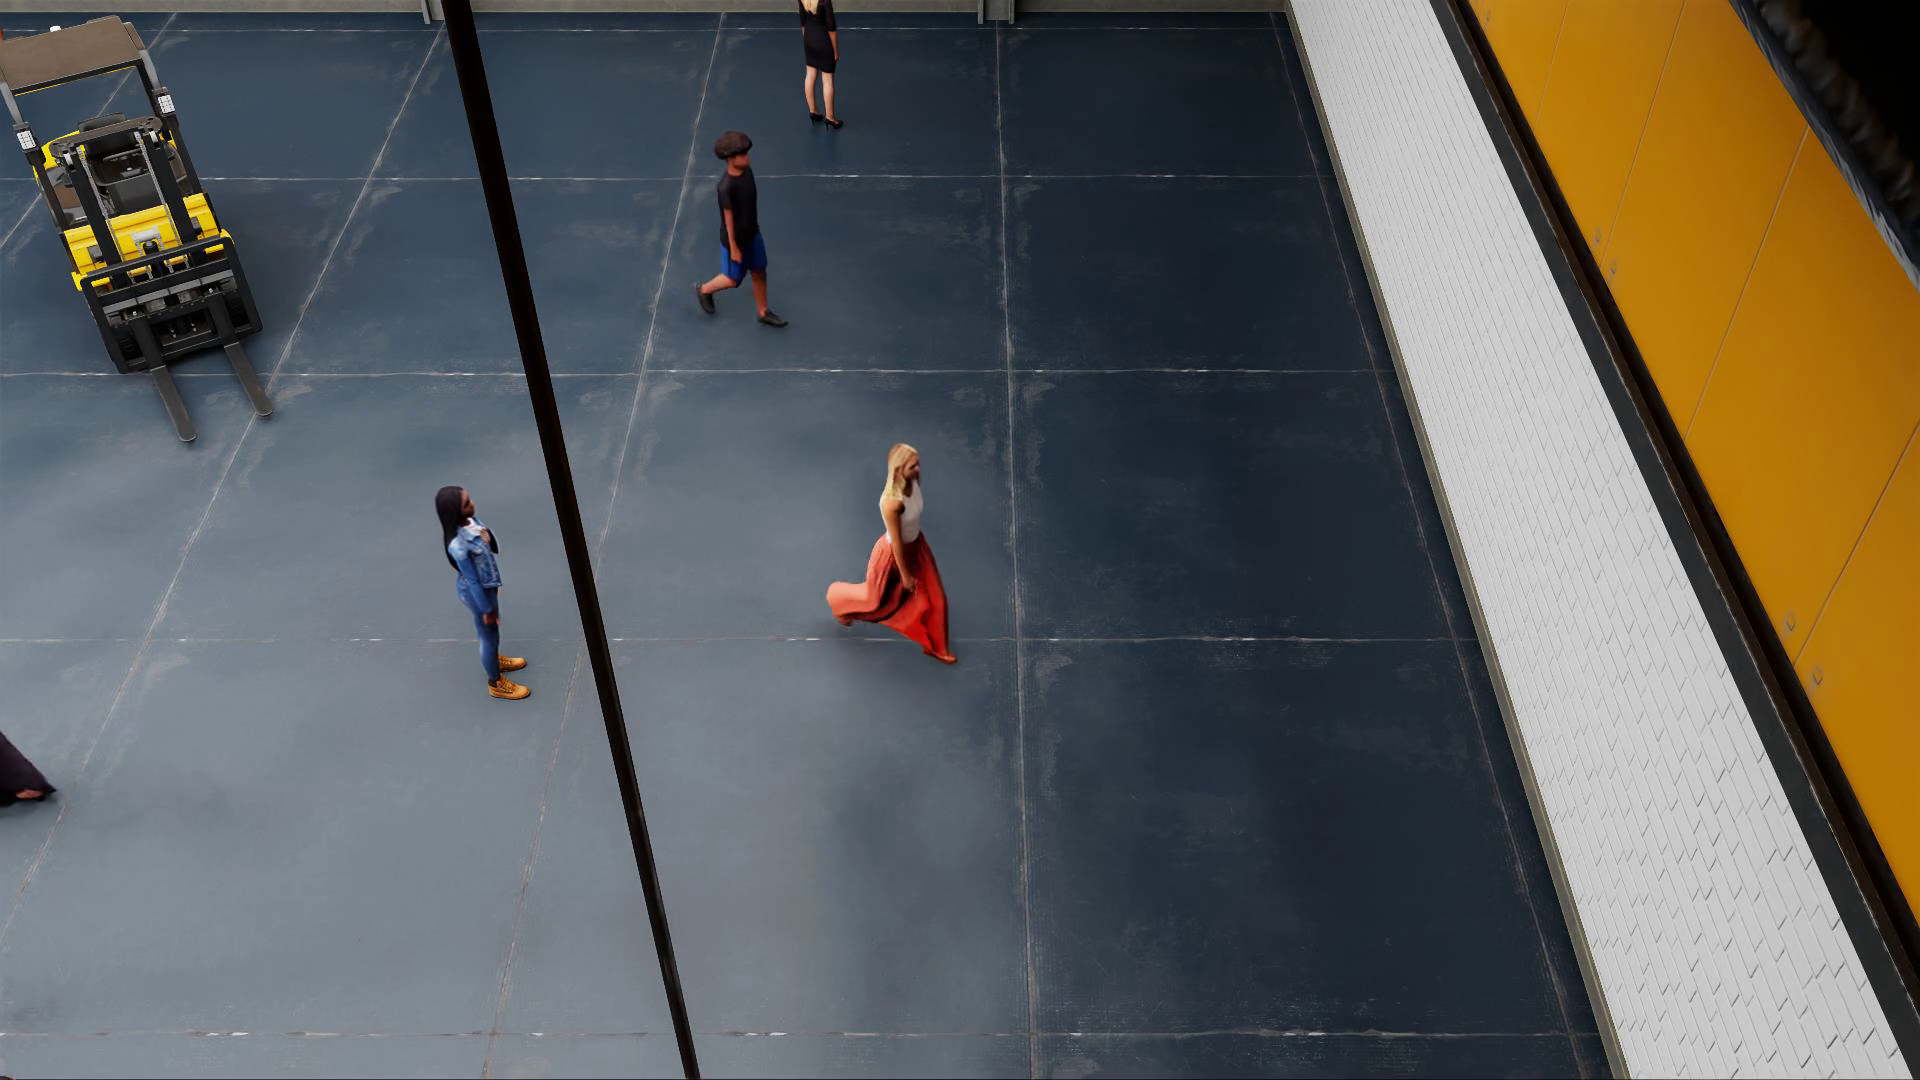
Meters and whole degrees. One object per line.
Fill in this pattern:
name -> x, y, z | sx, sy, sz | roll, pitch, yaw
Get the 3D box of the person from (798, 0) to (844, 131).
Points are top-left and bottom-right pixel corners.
person -> -1.347, -4.722, 15.893 | 0.576, 1.677, 0.669 | 27, 50, 26

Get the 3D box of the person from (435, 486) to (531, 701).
person -> -3.060, 0.318, 10.576 | 0.590, 1.713, 0.643 | -9, 44, -10

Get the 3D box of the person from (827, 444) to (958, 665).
person -> -0.477, 0.085, 10.780 | 1.247, 1.769, 0.988 | 21, 48, 21

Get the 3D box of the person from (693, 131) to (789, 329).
person -> -1.862, -2.487, 13.475 | 1.142, 1.776, 0.912 | 18, 47, 18
